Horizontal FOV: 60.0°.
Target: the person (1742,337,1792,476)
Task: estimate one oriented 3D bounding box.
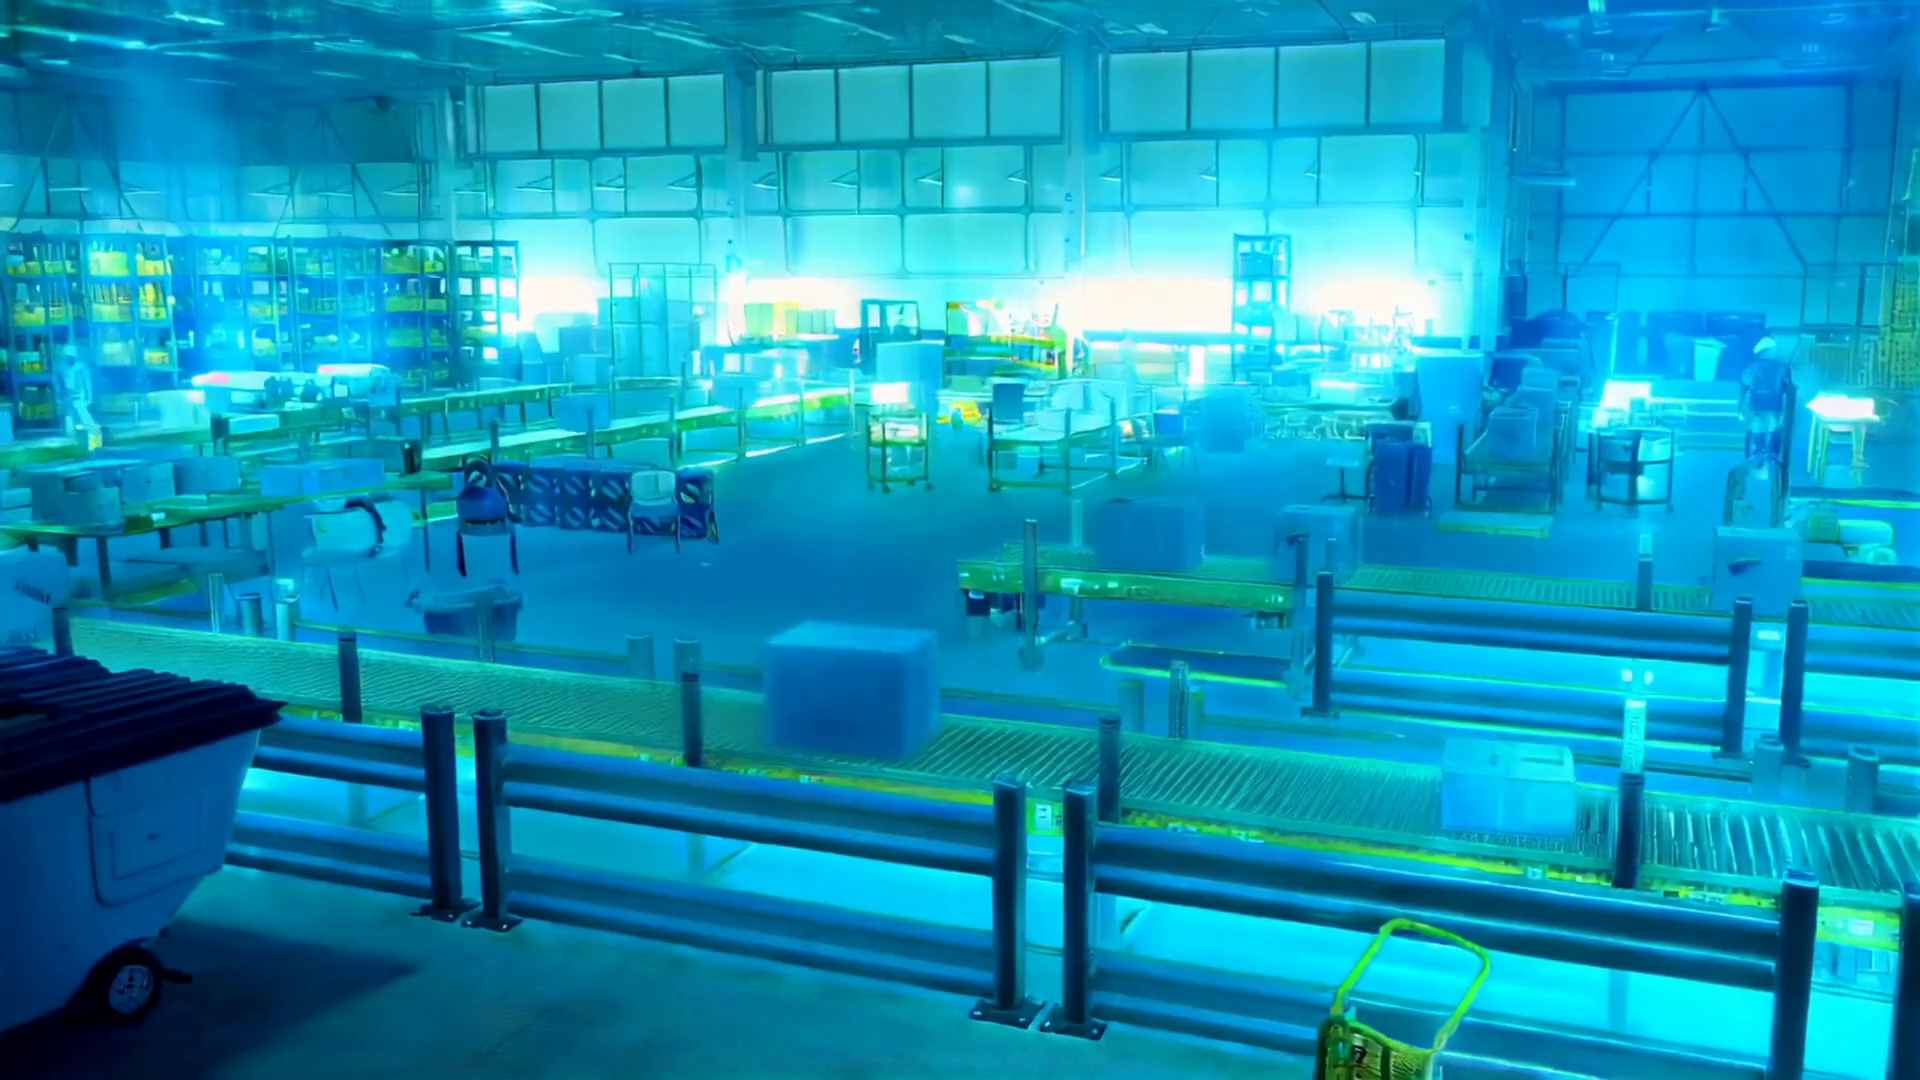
[{"bbox_3d":[11.630,-1.917,23.993,0.615,2.018,0.870,3,10,16],"label":"person"}]

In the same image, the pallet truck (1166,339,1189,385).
[{"bbox_3d":[5.418,-4.269,40.420,0.704,1.261,1.522,3,10,20],"label":"pallet truck"}]

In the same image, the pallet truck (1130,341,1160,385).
[{"bbox_3d":[4.445,-4.380,41.279,0.680,1.201,1.601,4,10,22],"label":"pallet truck"}]

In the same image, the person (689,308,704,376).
[{"bbox_3d":[-6.408,-4.640,40.539,0.375,1.995,0.610,-4,10,-23],"label":"person"}]

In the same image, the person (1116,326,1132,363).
[{"bbox_3d":[3.493,-3.736,35.819,0.528,1.750,0.528,-2,10,-14],"label":"person"}]

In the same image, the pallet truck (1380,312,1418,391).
[{"bbox_3d":[10.207,-4.283,38.369,0.823,1.965,1.885,3,10,20],"label":"pallet truck"}]

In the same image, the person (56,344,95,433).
[{"bbox_3d":[-14.079,-2.228,26.512,0.597,1.801,0.848,0,9,2],"label":"person"}]

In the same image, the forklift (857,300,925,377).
[{"bbox_3d":[-1.732,-5.109,42.468,1.157,1.987,2.680,4,10,22],"label":"forklift"}]

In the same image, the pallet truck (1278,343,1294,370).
[{"bbox_3d":[7.886,-4.163,39.743,0.653,1.274,1.630,4,10,22],"label":"pallet truck"}]

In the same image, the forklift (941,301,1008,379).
[{"bbox_3d":[0.365,-4.966,41.571,1.157,1.987,2.680,3,10,20],"label":"forklift"}]

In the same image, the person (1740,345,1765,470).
[{"bbox_3d":[12.005,-2.004,24.950,0.547,1.867,1.062,6,11,31],"label":"person"}]

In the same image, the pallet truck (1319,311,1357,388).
[{"bbox_3d":[9.071,-4.419,39.190,0.823,1.965,1.885,5,10,26],"label":"pallet truck"}]
